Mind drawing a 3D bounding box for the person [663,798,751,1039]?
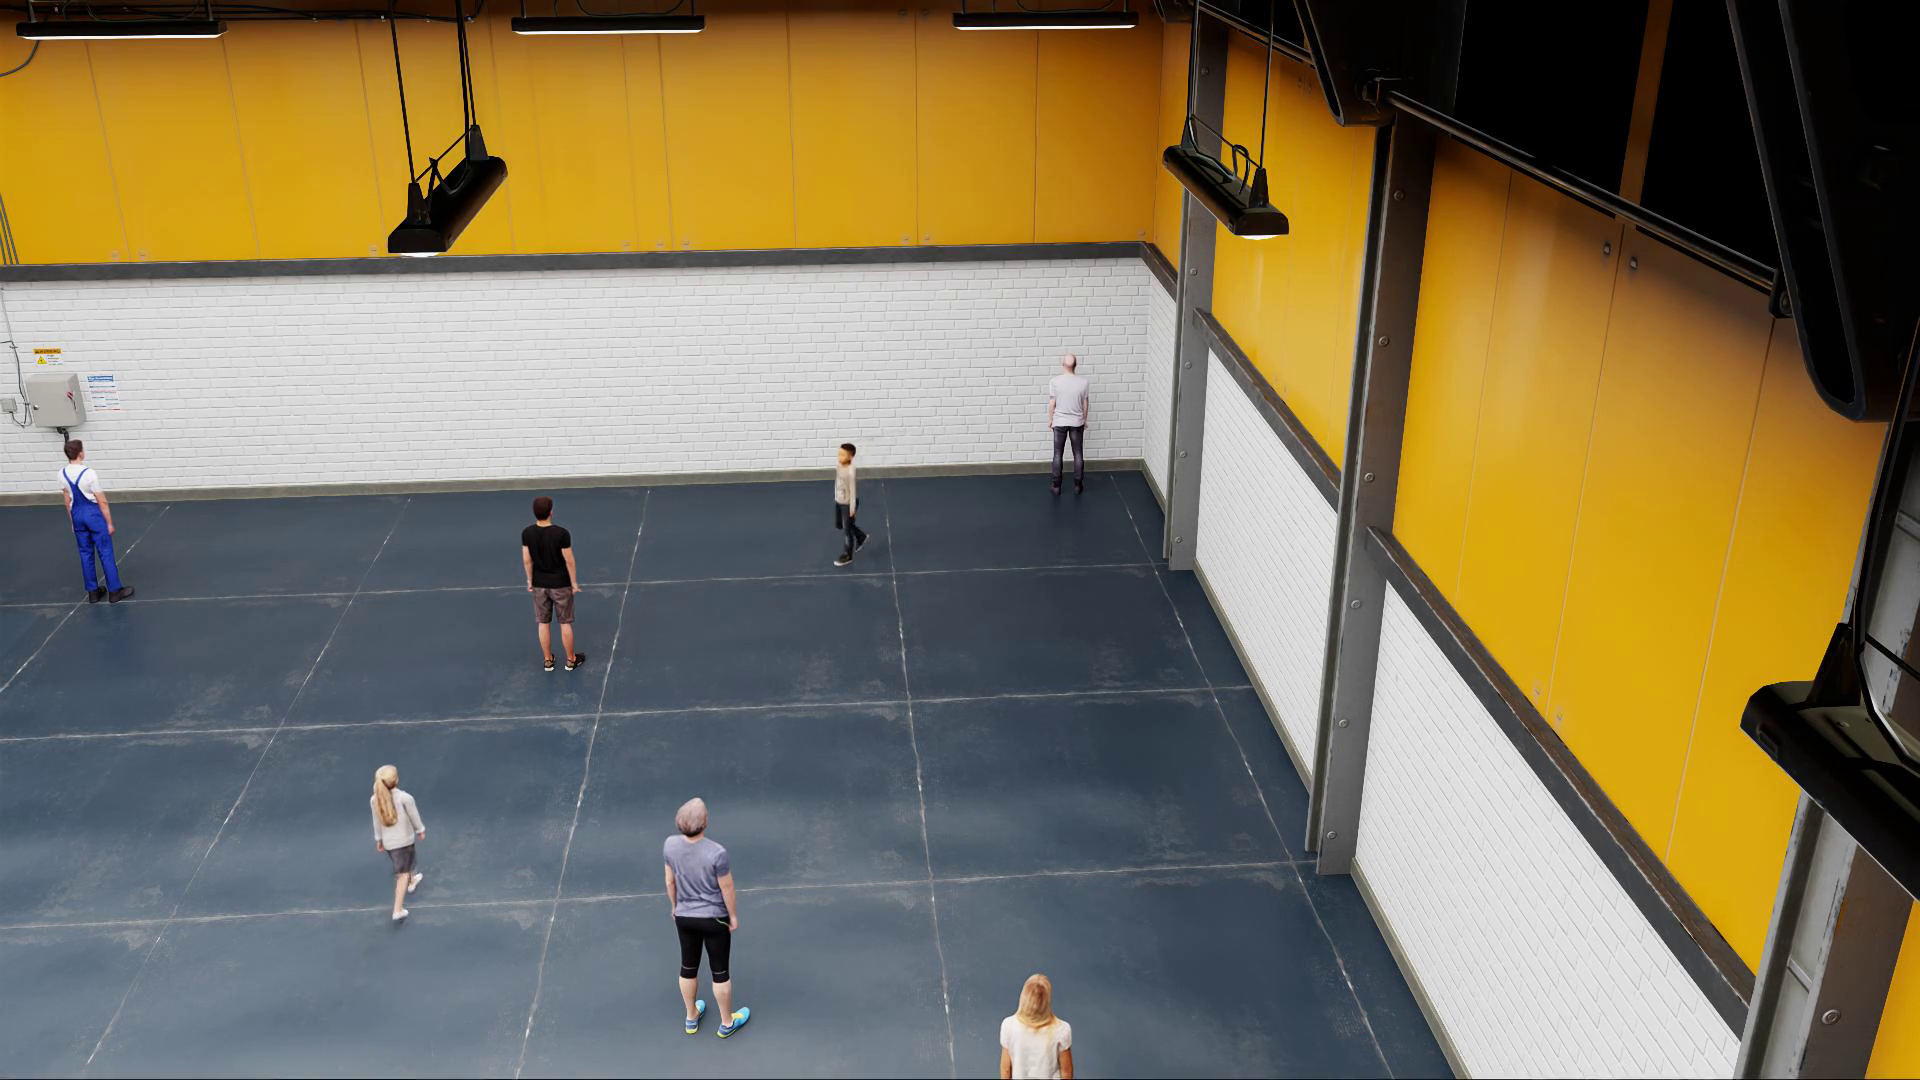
[{"bbox_3d":[-1.785,2.616,11.536,0.738,1.888,0.714,7,25,15],"label":"person"}]

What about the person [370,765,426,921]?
[{"bbox_3d":[-4.382,2.354,12.932,0.638,1.251,0.929,3,24,8],"label":"person"}]

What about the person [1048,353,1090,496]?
[{"bbox_3d":[1.358,-1.466,20.945,0.662,1.832,0.565,-1,24,-3],"label":"person"}]

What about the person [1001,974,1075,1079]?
[{"bbox_3d":[0.455,3.352,9.952,0.626,1.809,0.560,2,24,5],"label":"person"}]

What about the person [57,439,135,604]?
[{"bbox_3d":[-9.452,-0.206,18.041,0.668,1.849,0.633,2,24,6],"label":"person"}]

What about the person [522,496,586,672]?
[{"bbox_3d":[-4.082,0.431,16.567,0.714,1.861,0.641,2,24,4],"label":"person"}]

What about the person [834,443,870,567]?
[{"bbox_3d":[-1.240,-0.440,19.068,0.796,1.454,0.788,-15,28,-30],"label":"person"}]
